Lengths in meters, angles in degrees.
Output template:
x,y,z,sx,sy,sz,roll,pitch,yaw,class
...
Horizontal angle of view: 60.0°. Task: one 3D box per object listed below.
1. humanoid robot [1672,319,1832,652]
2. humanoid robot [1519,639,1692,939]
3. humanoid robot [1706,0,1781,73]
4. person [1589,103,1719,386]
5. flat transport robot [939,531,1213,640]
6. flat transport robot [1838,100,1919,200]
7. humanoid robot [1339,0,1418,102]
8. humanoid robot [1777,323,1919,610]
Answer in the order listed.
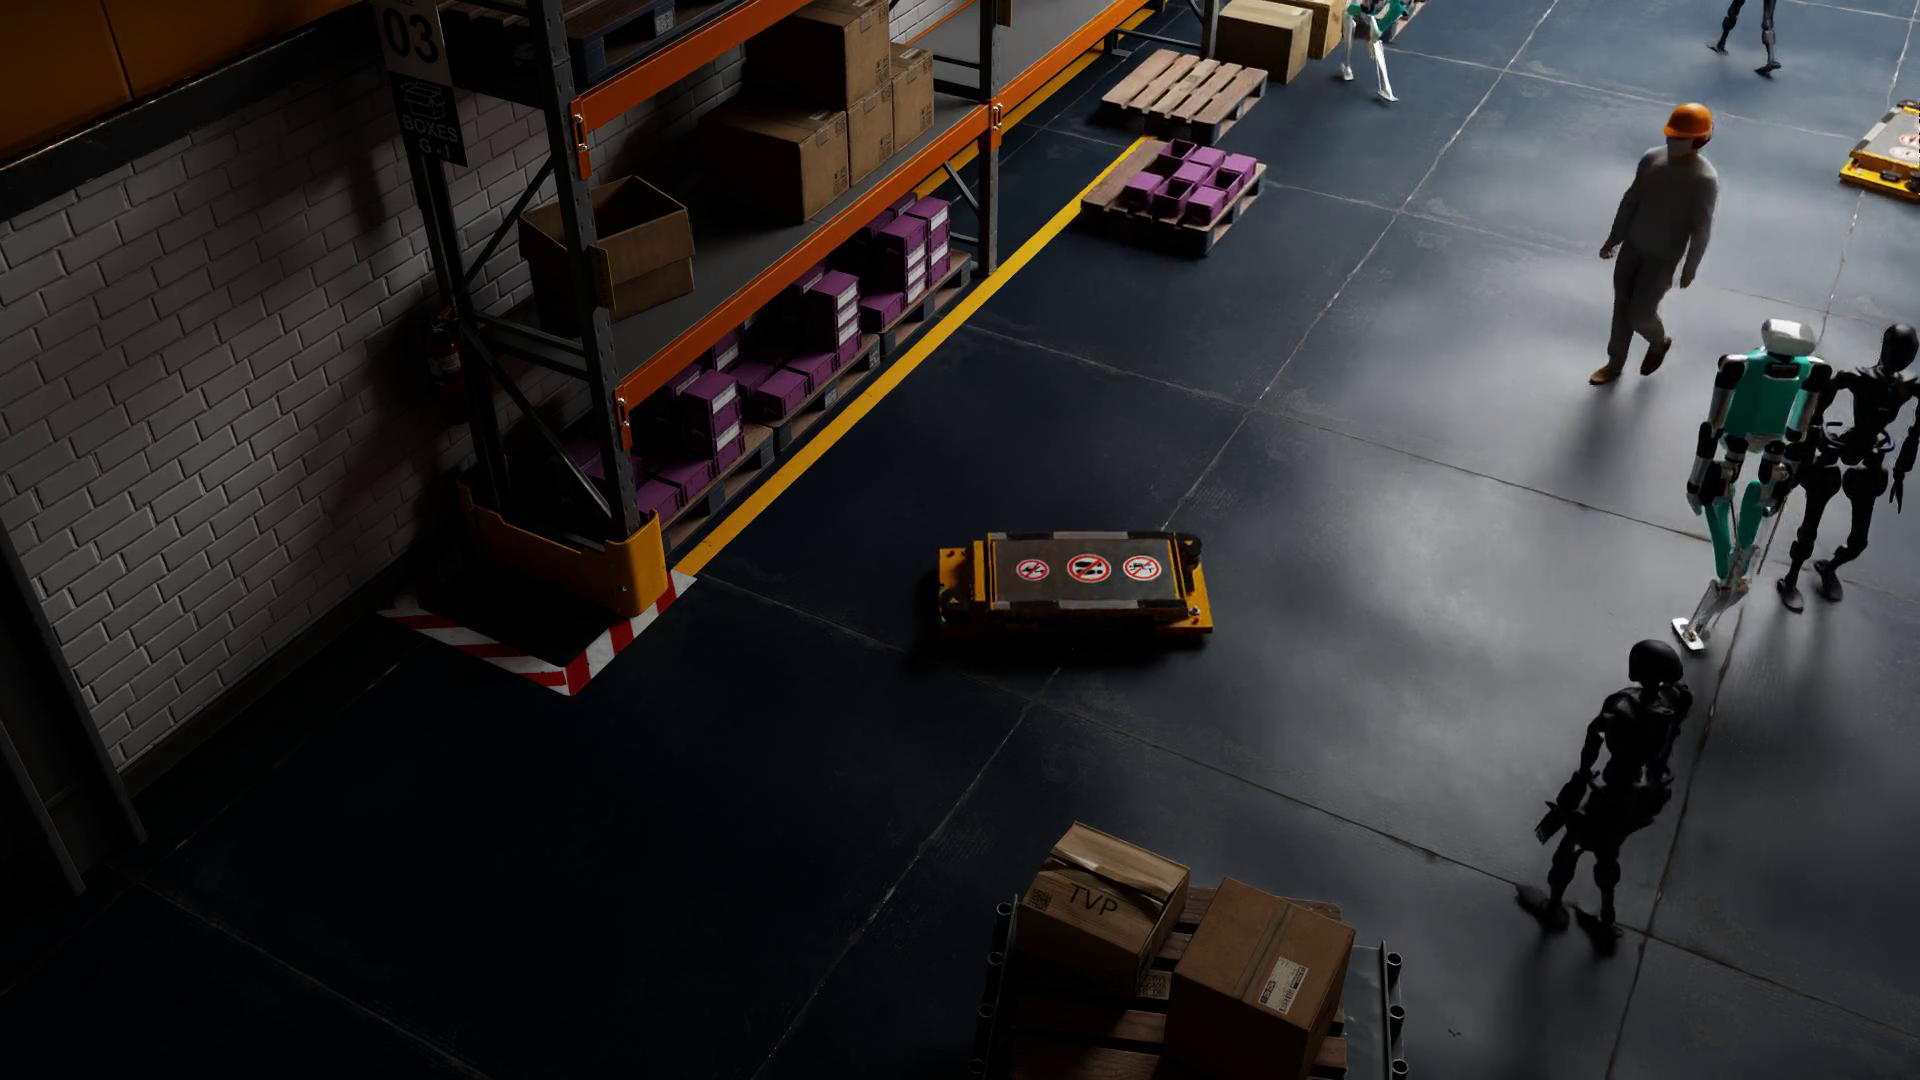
x,y,z,sx,sy,sz,roll,pitch,yaw,class
3.938,-0.110,8.290,0.541,1.877,0.820,1,39,1,humanoid robot
2.654,1.034,6.794,0.588,1.648,0.409,-18,42,-22,humanoid robot
6.890,-4.846,14.204,0.593,1.632,0.823,-6,39,-8,humanoid robot
4.232,-1.784,10.162,0.473,1.881,0.578,-22,43,-25,person
0.606,0.241,8.918,1.431,0.231,0.659,0,39,0,flat transport robot
7.475,-3.058,13.042,0.659,0.231,1.431,28,46,30,flat transport robot
3.427,-4.545,13.749,0.558,1.730,0.993,-12,40,-15,humanoid robot
4.573,-0.367,8.541,0.584,1.651,0.357,7,39,9,humanoid robot
